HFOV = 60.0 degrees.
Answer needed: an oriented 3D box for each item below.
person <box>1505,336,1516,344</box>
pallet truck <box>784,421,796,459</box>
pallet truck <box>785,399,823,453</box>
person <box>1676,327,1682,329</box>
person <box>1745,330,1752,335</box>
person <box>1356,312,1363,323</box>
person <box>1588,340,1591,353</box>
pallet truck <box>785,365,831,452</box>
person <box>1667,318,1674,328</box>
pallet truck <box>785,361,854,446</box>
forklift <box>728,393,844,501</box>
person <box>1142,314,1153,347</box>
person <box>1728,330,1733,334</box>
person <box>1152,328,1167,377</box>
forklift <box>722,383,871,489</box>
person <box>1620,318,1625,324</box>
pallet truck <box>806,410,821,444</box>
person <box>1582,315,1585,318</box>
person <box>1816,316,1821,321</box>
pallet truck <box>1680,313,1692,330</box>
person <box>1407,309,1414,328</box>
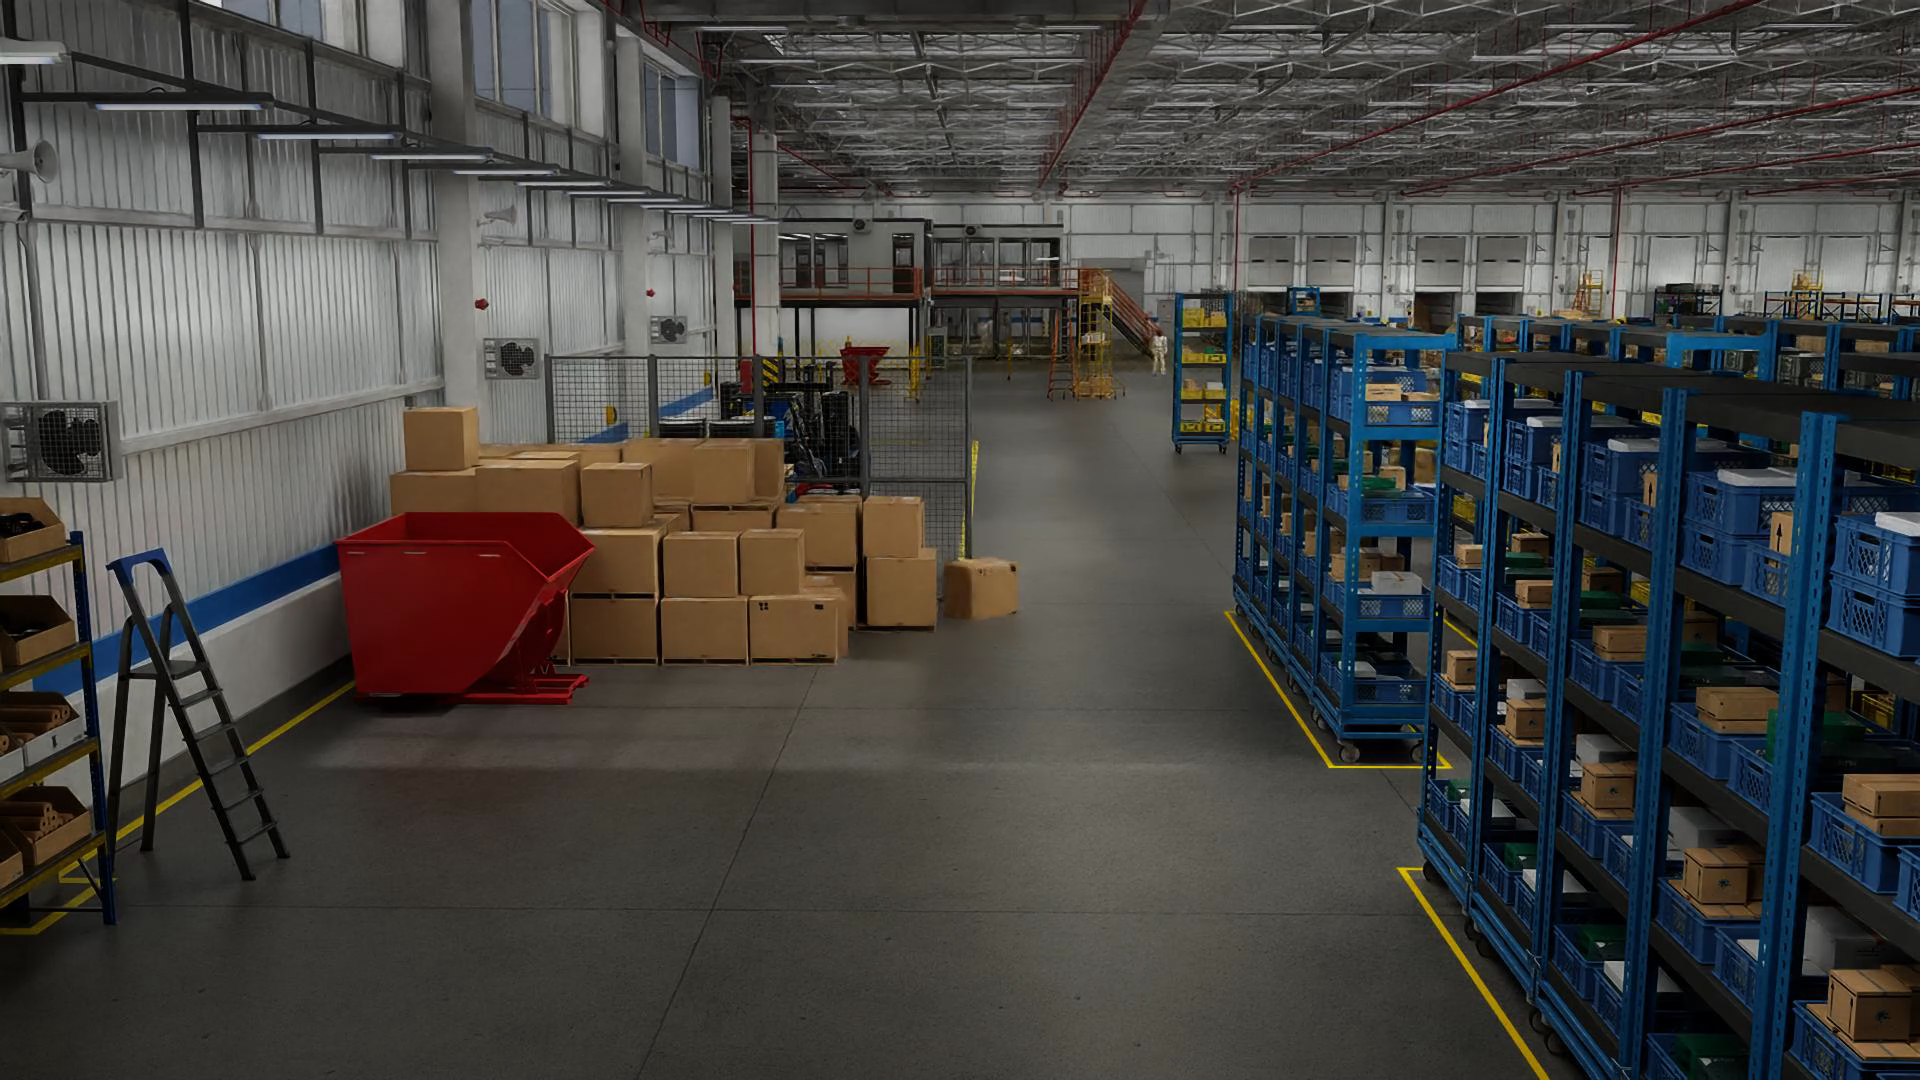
[{"bbox_3d":[17.503,-5.483,52.969,0.396,2.038,0.615,3,10,16],"label":"person"},{"bbox_3d":[-4.013,-1.793,32.705,1.601,1.201,0.680,0,9,1],"label":"pallet truck"},{"bbox_3d":[-3.814,-2.432,36.419,1.630,1.274,0.653,0,9,1],"label":"pallet truck"},{"bbox_3d":[32.961,-9.222,76.728,0.558,1.806,0.942,-6,11,-34],"label":"person"},{"bbox_3d":[29.163,-6.922,61.845,1.018,2.000,0.691,6,11,33],"label":"person"},{"bbox_3d":[21.587,-11.363,89.694,0.991,1.903,0.628,8,12,42],"label":"person"},{"bbox_3d":[23.976,-7.043,62.779,0.586,1.972,0.660,4,10,25],"label":"person"},{"bbox_3d":[-3.774,-2.976,37.635,1.885,1.965,0.823,1,9,5],"label":"pallet truck"},{"bbox_3d":[36.540,-10.578,85.602,0.907,1.641,0.545,8,12,39],"label":"person"},{"bbox_3d":[-3.410,-3.193,38.978,1.885,1.965,0.823,0,9,-1],"label":"pallet truck"},{"bbox_3d":[-2.979,-1.316,26.476,2.680,1.987,1.157,0,9,1],"label":"forklift"},{"bbox_3d":[9.649,-10.697,85.612,0.560,1.897,0.986,0,9,-2],"label":"person"},{"bbox_3d":[30.622,-7.520,66.419,0.459,1.753,0.531,2,9,13],"label":"person"},{"bbox_3d":[7.732,-7.264,64.434,0.583,1.883,0.342,5,10,27],"label":"person"},{"bbox_3d":[-2.893,-1.687,28.729,2.680,1.987,1.157,0,9,-1],"label":"forklift"},{"bbox_3d":[30.853,-9.421,77.644,0.586,1.920,0.398,8,12,41],"label":"person"},{"bbox_3d":[-3.559,-2.018,33.905,1.522,1.261,0.704,0,9,-1],"label":"pallet truck"},{"bbox_3d":[30.778,-10.189,82.354,0.428,1.925,0.627,7,12,37],"label":"person"},{"bbox_3d":[41.261,-9.787,79.939,0.391,1.911,0.584,-1,9,-9],"label":"person"},{"bbox_3d":[36.315,-10.531,84.244,0.823,1.965,1.885,-6,11,-33],"label":"pallet truck"},{"bbox_3d":[25.606,-12.184,94.688,0.395,1.920,0.584,6,11,33],"label":"person"}]
